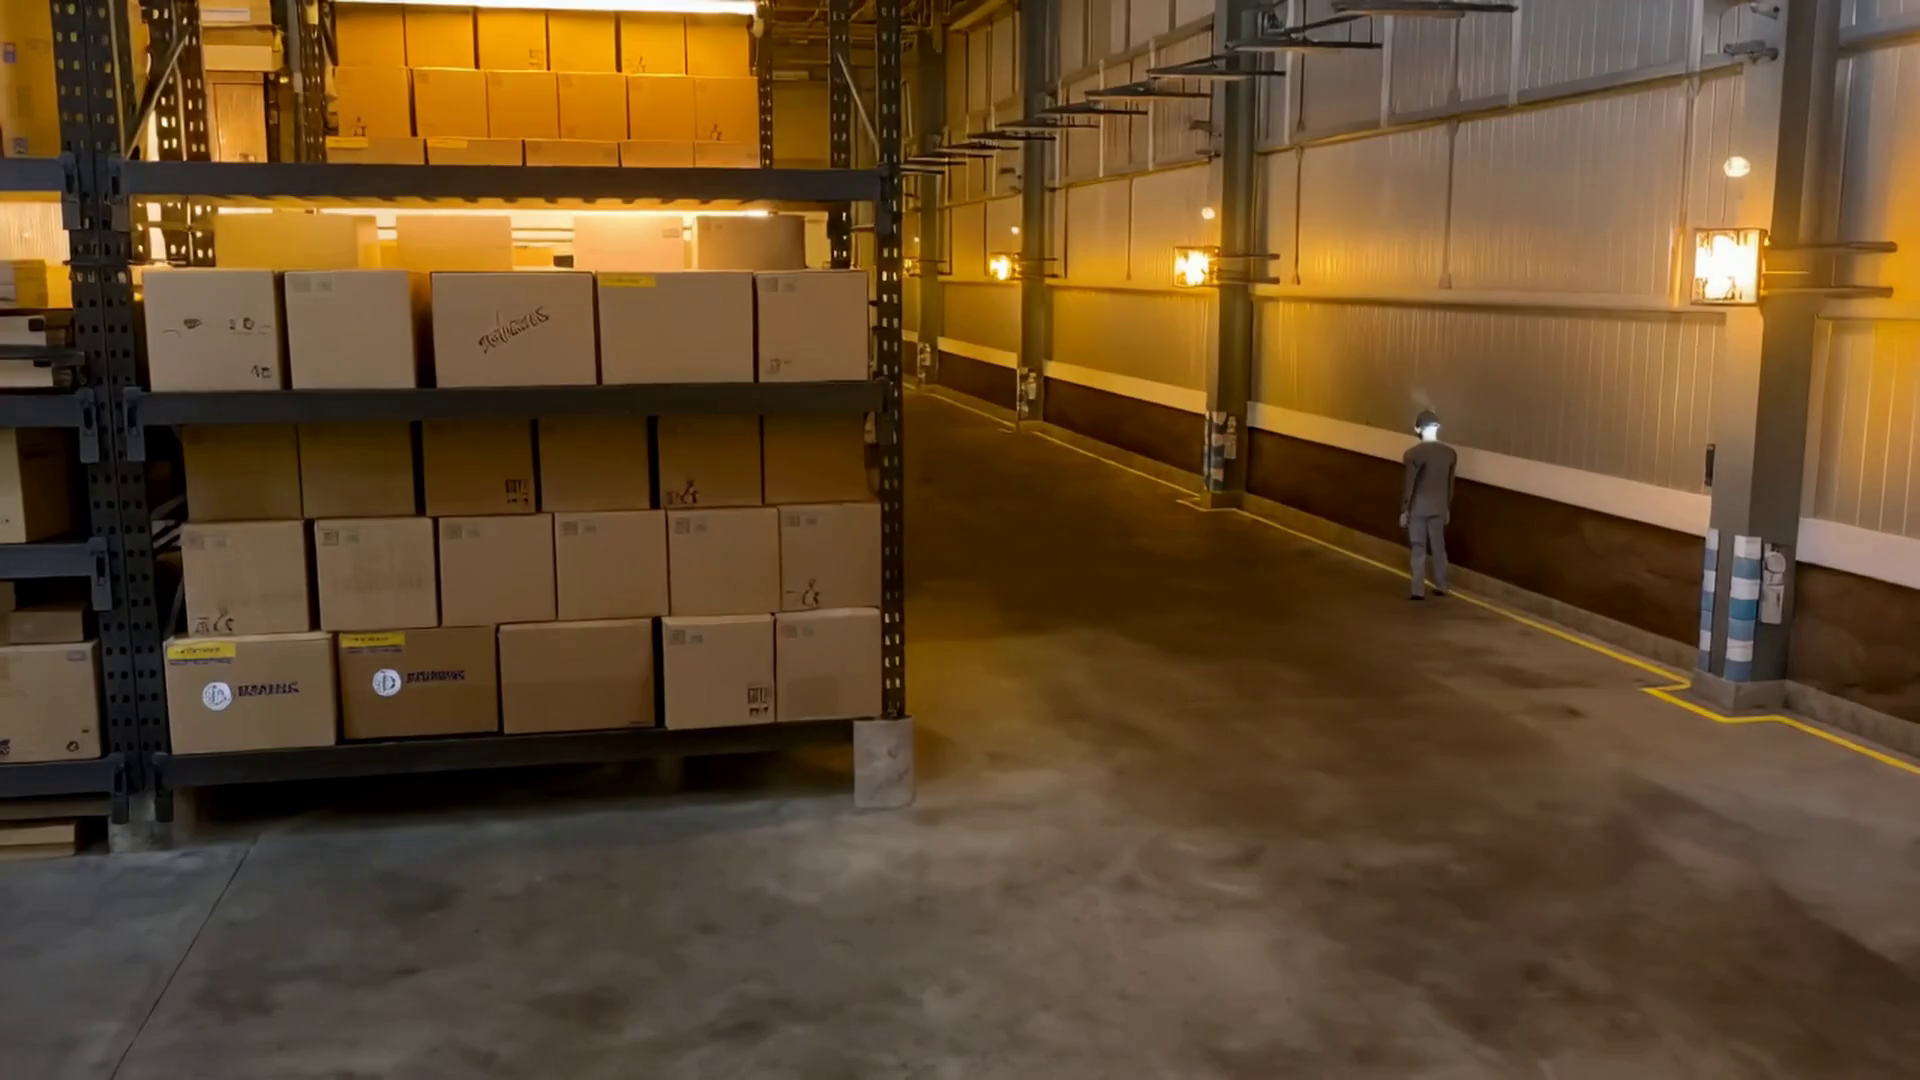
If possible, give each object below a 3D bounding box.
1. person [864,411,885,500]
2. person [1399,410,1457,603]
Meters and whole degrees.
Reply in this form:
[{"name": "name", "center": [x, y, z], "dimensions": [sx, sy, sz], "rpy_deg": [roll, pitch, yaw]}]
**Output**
[{"name": "person", "center": [-1.168, -1.230, 20.217], "dimensions": [0.620, 1.923, 0.750], "rpy_deg": [-3, 10, -19]}, {"name": "person", "center": [4.224, -0.309, 15.118], "dimensions": [0.573, 1.746, 0.345], "rpy_deg": [-4, 10, -24]}]
